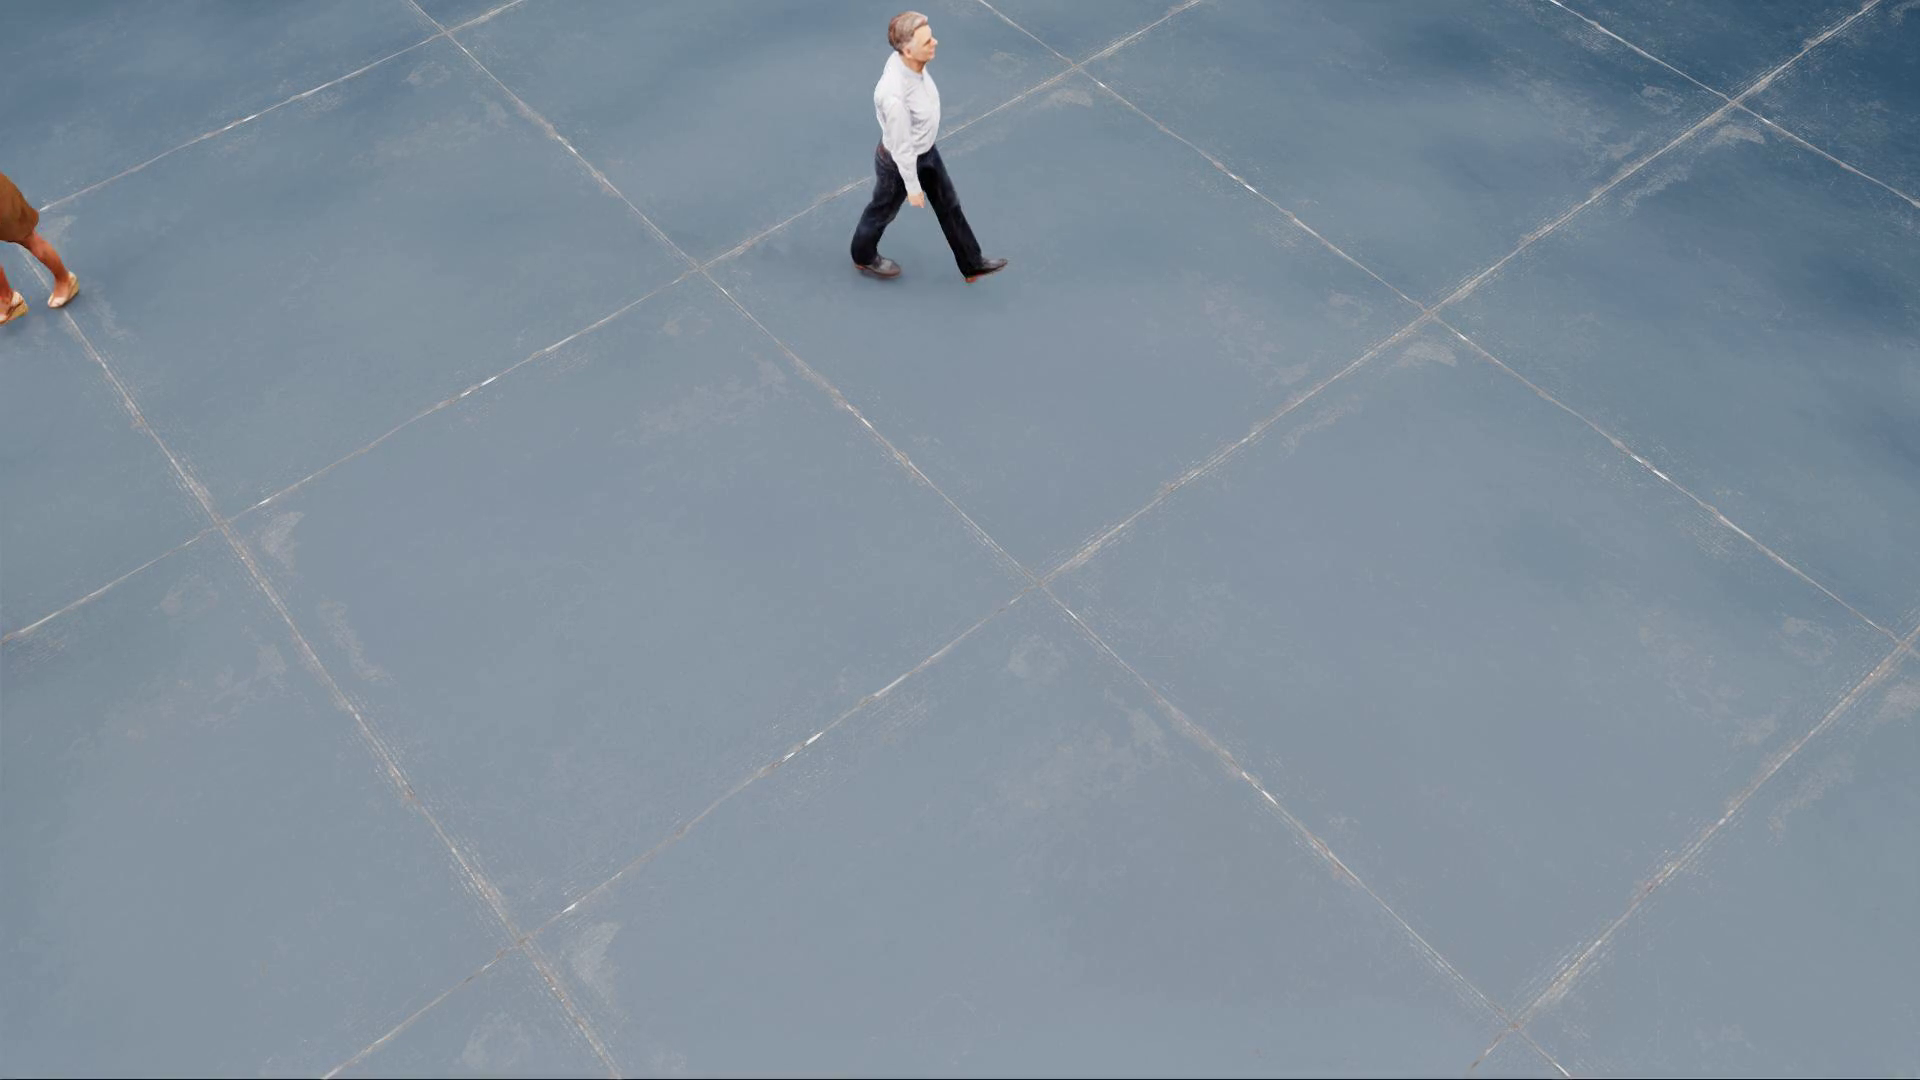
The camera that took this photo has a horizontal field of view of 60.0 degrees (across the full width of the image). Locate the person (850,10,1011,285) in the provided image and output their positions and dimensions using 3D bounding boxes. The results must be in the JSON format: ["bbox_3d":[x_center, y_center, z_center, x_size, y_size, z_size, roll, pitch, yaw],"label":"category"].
[{"bbox_3d":[-0.367,-2.078,9.033,1.155,1.769,1.203,13,53,10],"label":"person"}]
